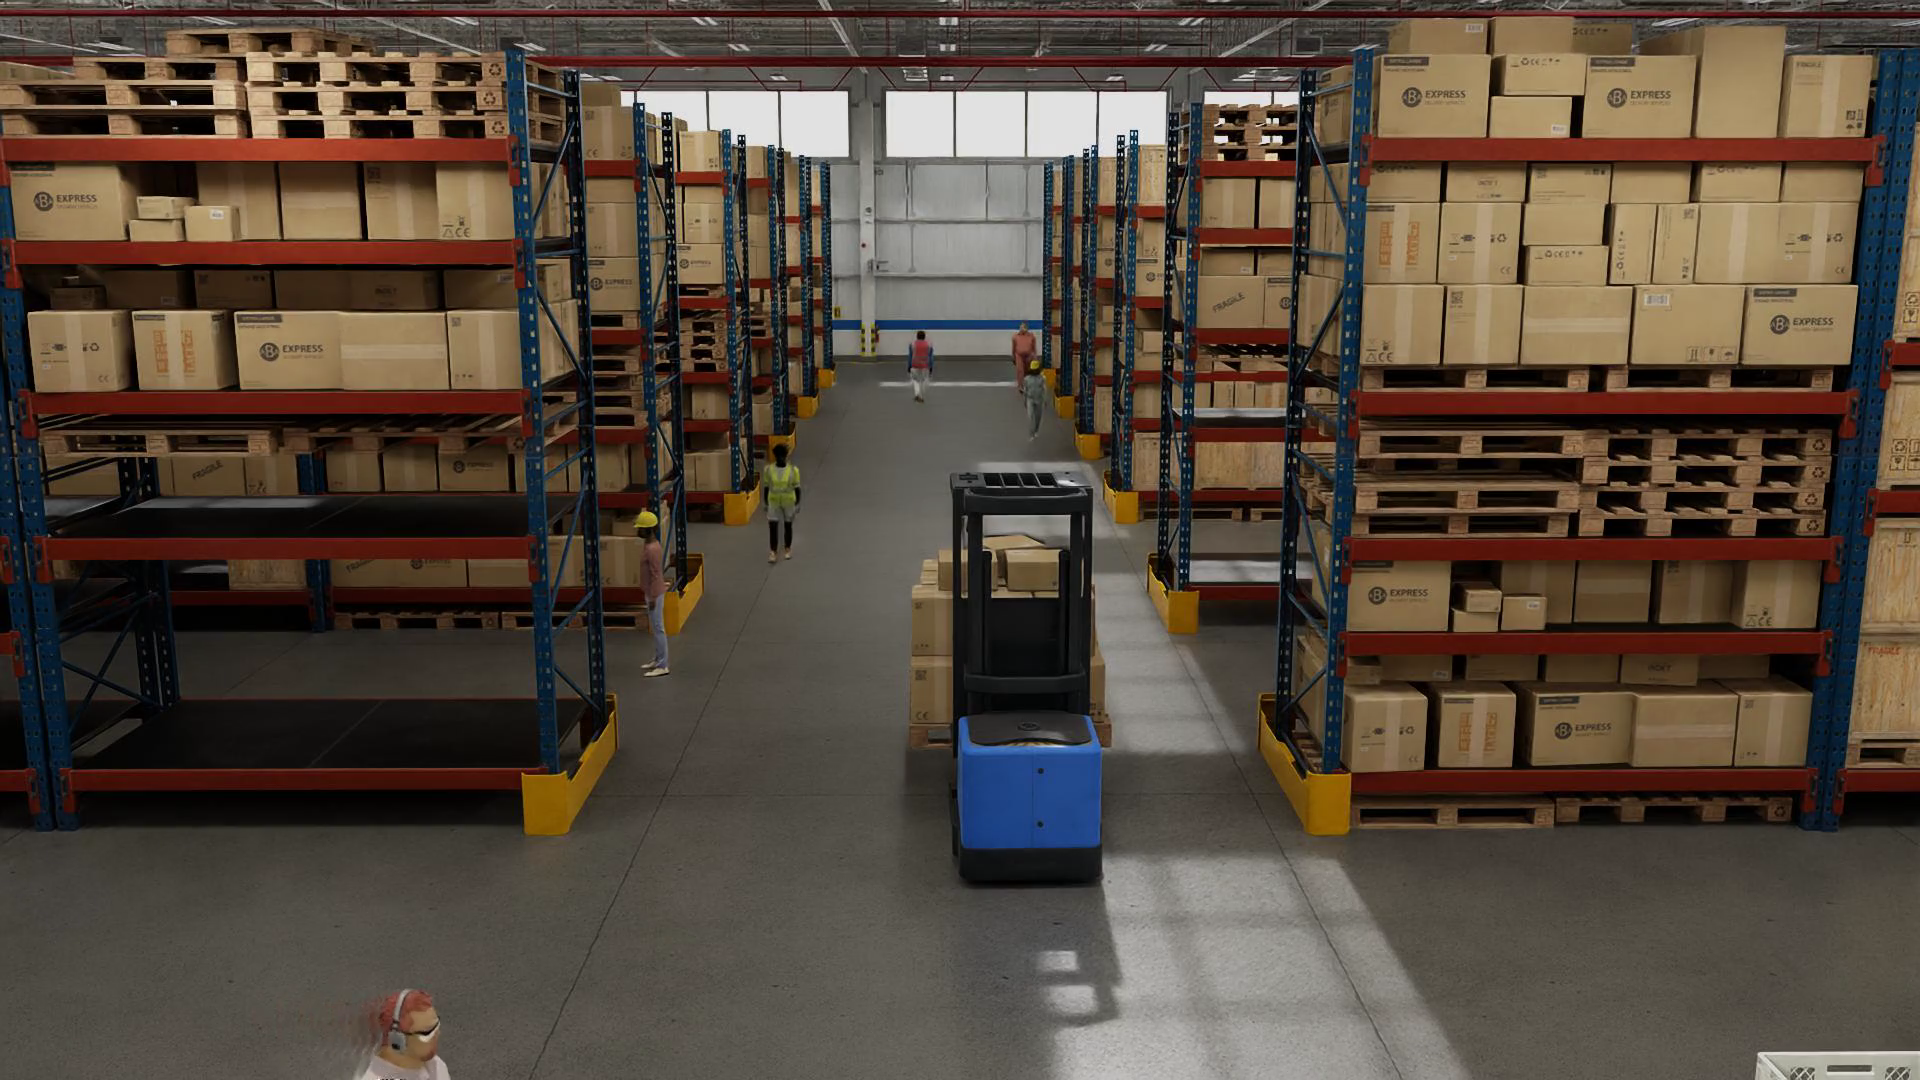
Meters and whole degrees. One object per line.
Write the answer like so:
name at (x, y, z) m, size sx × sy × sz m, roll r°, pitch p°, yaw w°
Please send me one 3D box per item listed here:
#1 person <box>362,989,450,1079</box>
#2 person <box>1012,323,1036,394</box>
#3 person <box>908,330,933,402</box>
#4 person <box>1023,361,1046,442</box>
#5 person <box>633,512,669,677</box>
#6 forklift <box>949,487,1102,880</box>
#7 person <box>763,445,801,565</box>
person at (-2.274, 2.711, 6.780) m, size 0.900 × 1.875 × 0.653 m, roll 0°, pitch 11°, yaw 1°
person at (1.704, -4.858, 44.302) m, size 0.639 × 1.868 × 0.956 m, roll 0°, pitch 11°, yaw -2°
person at (-1.006, -4.416, 42.208) m, size 0.662 × 1.826 × 0.541 m, roll -2°, pitch 12°, yaw -9°
person at (1.586, -2.973, 35.347) m, size 0.486 × 1.713 × 0.817 m, roll 0°, pitch 11°, yaw -1°
person at (-3.285, 0.569, 17.653) m, size 0.324 × 1.767 × 0.533 m, roll -3°, pitch 12°, yaw -13°
forklift at (0.495, 0.986, 12.813) m, size 1.129 × 2.768 × 1.873 m, roll 0°, pitch 11°, yaw -2°
person at (-2.485, -0.487, 23.134) m, size 0.549 × 1.648 × 0.853 m, roll 0°, pitch 11°, yaw 1°
